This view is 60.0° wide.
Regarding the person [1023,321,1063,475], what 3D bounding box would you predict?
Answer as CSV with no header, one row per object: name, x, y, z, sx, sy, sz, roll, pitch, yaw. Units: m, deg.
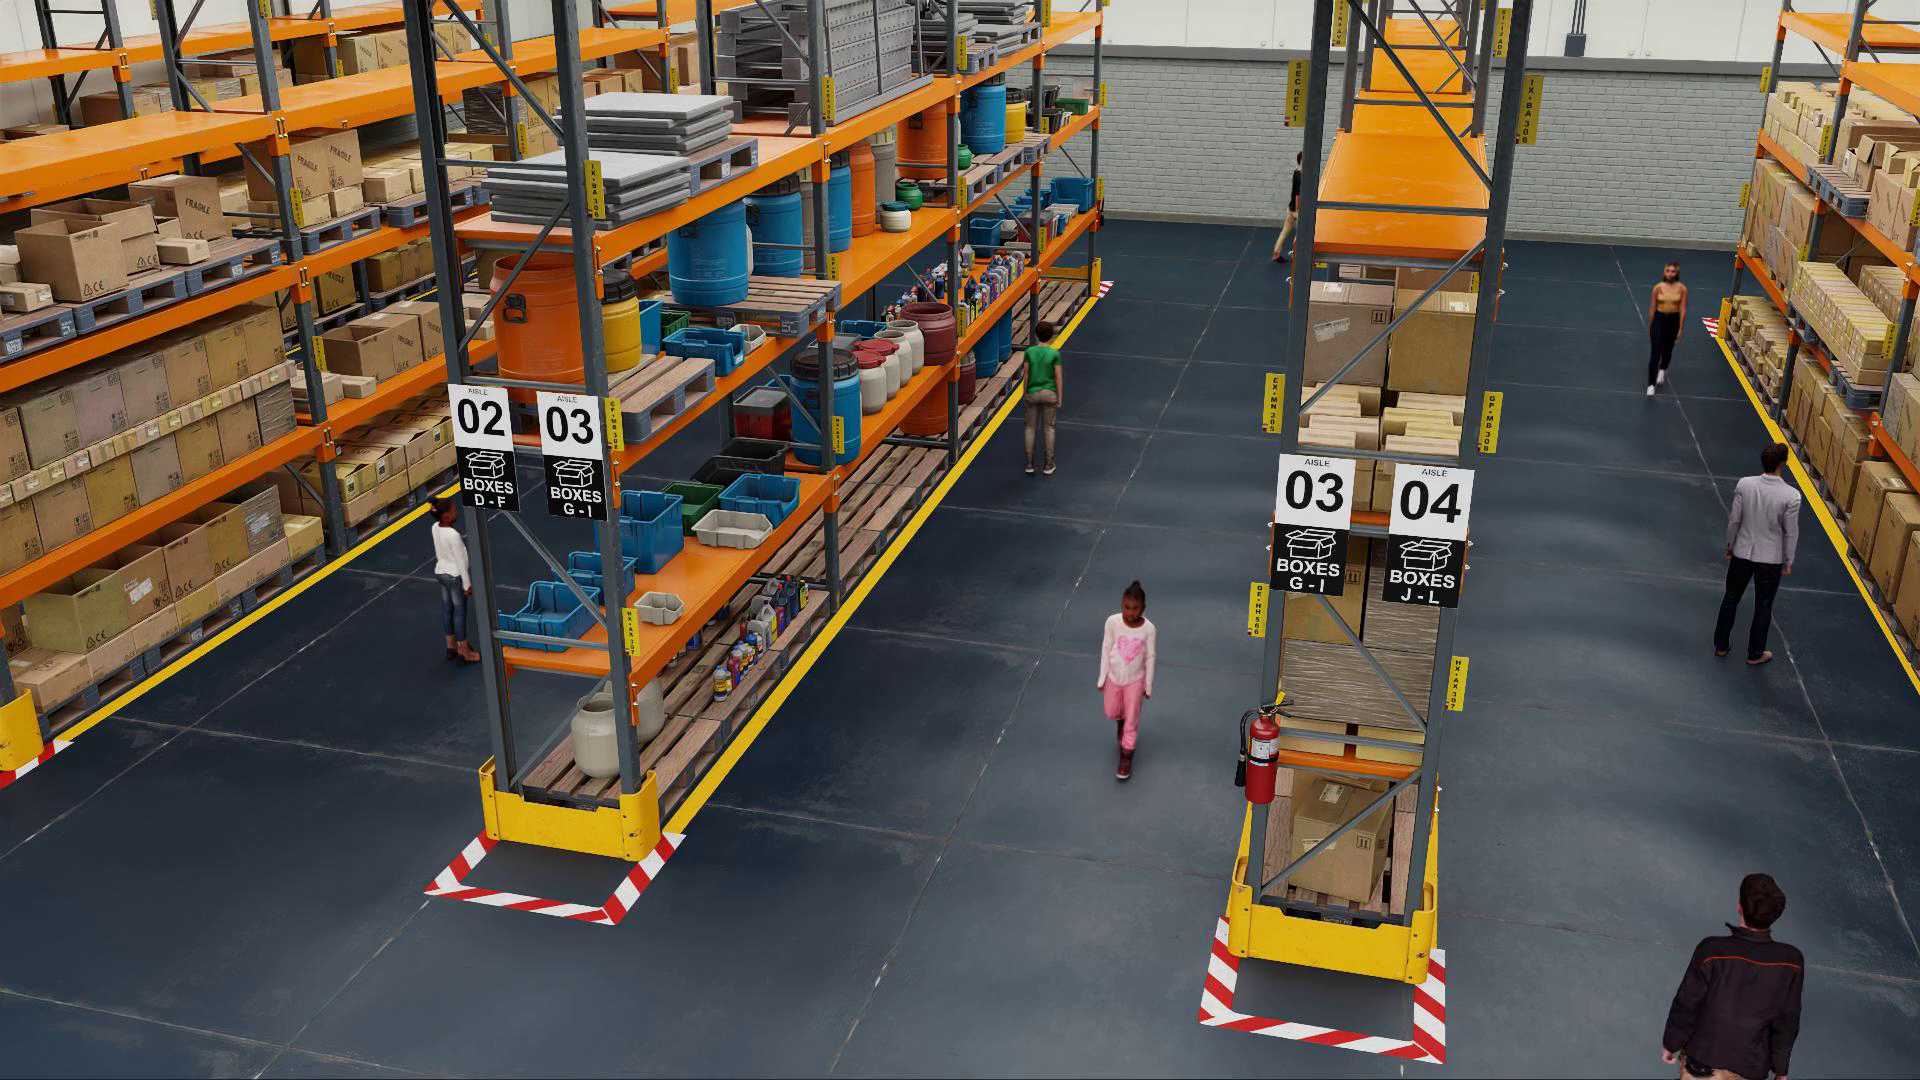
person,0.866,-1.516,17.661,0.583,1.649,0.532,4,23,9

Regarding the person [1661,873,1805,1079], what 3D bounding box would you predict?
person,3.529,2.451,7.643,0.805,1.891,1.266,3,22,6

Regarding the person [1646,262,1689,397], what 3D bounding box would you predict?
person,8.670,-2.609,20.409,0.650,1.592,1.139,9,24,20

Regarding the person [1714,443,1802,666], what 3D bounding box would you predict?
person,6.447,0.102,13.438,0.765,1.851,0.749,20,29,40

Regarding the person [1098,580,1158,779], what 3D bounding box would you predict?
person,1.198,0.949,11.921,0.591,1.433,0.846,7,23,17

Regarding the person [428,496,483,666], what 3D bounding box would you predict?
person,-4.116,0.303,13.477,0.623,1.450,0.604,-20,30,-40
